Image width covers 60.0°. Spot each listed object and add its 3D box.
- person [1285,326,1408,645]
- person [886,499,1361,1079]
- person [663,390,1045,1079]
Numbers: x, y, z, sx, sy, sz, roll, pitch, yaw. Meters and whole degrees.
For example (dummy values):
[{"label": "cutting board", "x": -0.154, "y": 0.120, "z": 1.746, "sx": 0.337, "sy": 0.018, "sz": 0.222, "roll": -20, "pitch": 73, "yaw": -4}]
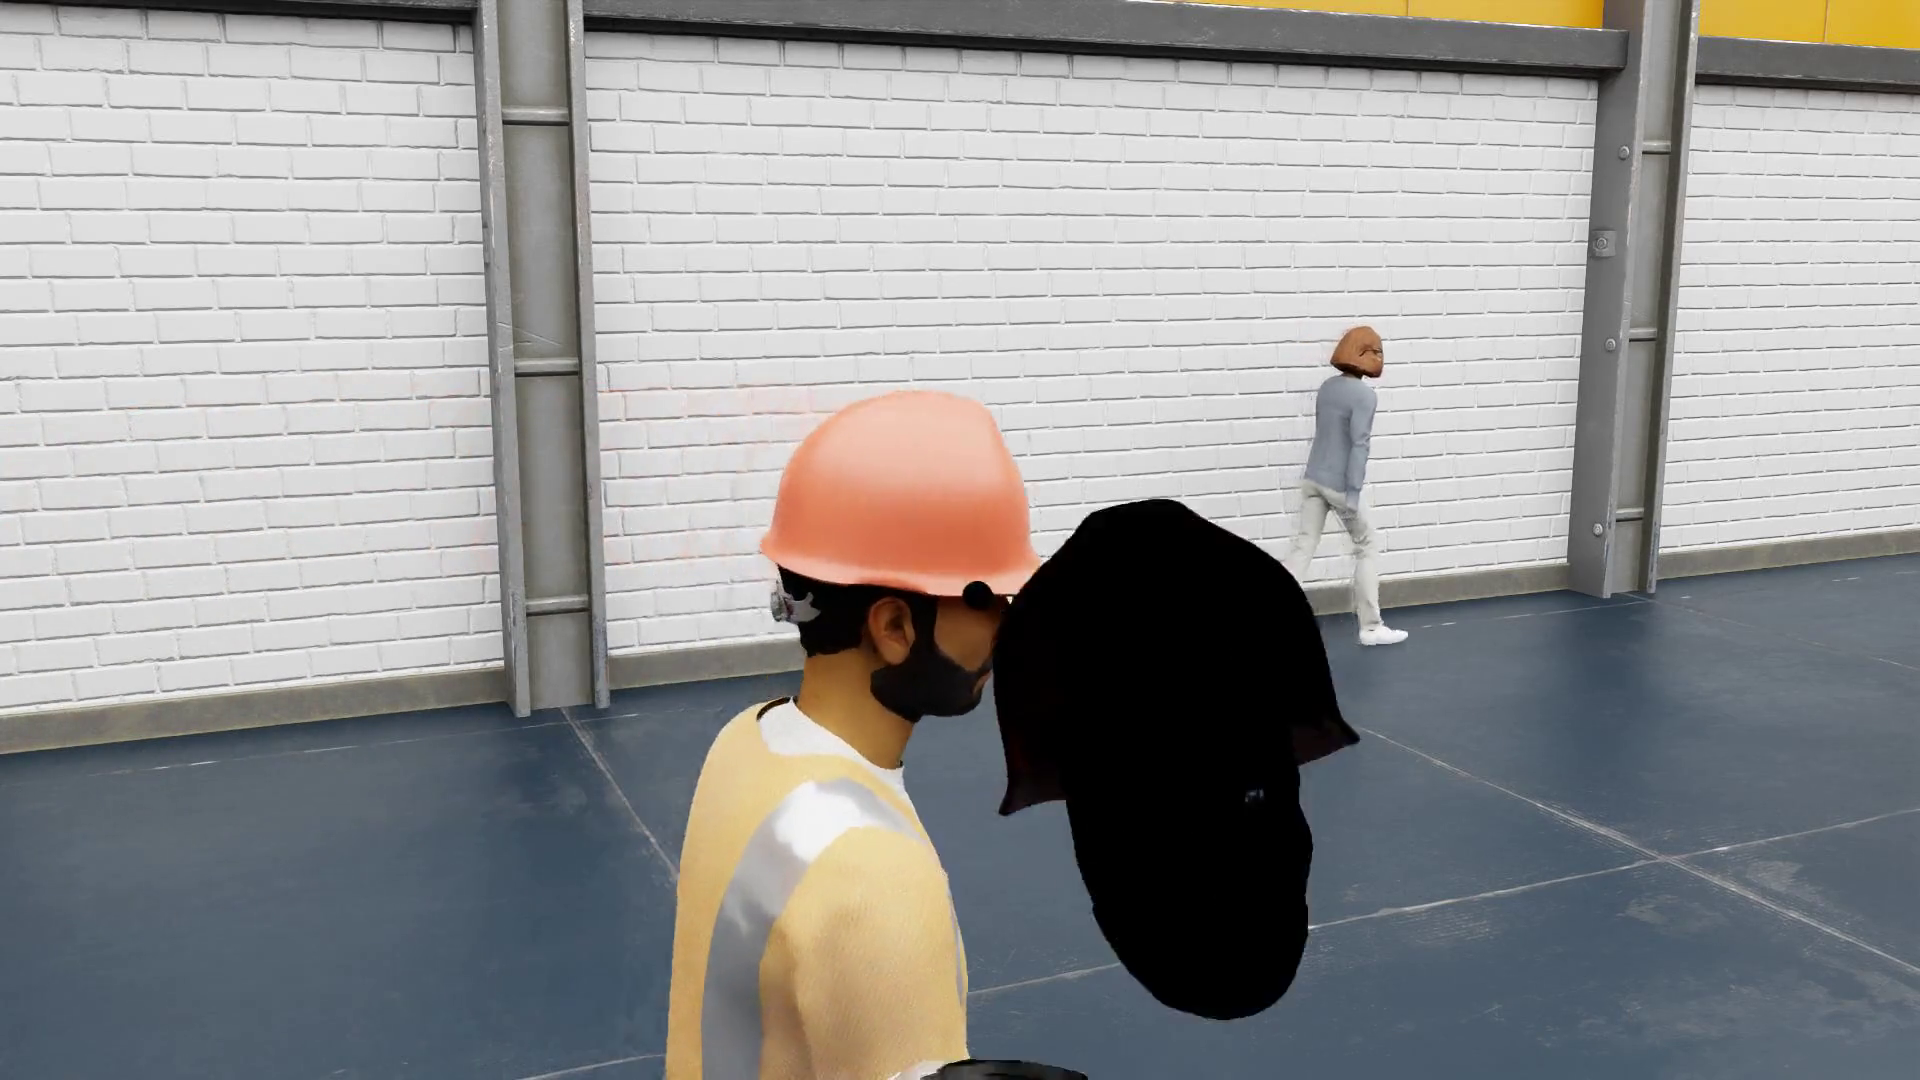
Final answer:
[{"label": "person", "x": 1.903, "y": -0.260, "z": 8.263, "sx": 0.730, "sy": 1.582, "sz": 0.506, "roll": -4, "pitch": 11, "yaw": -22}, {"label": "person", "x": 0.077, "y": 0.926, "z": 0.946, "sx": 0.901, "sy": 1.885, "sz": 0.554, "roll": -8, "pitch": 13, "yaw": -37}, {"label": "person", "x": -0.105, "y": 0.784, "z": 1.731, "sx": 0.994, "sy": 1.877, "sz": 0.543, "roll": -2, "pitch": 10, "yaw": -11}]
